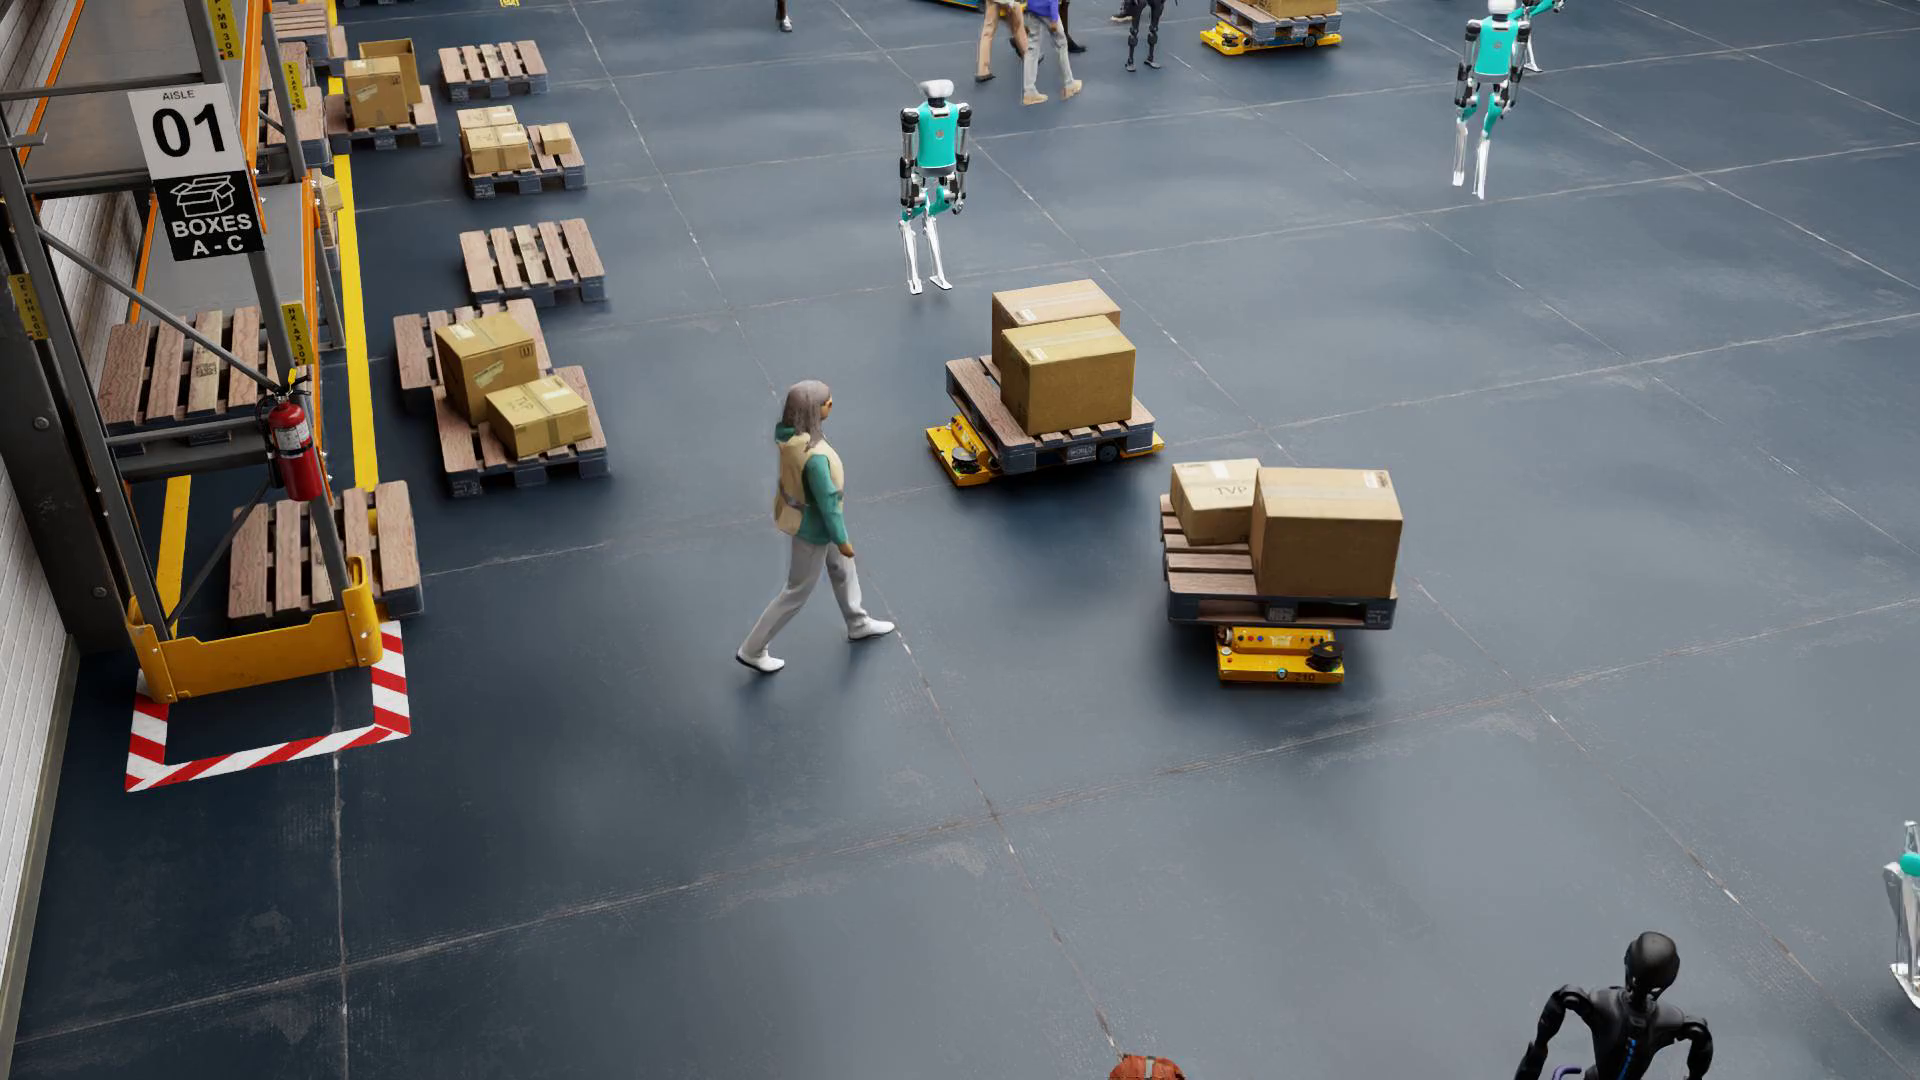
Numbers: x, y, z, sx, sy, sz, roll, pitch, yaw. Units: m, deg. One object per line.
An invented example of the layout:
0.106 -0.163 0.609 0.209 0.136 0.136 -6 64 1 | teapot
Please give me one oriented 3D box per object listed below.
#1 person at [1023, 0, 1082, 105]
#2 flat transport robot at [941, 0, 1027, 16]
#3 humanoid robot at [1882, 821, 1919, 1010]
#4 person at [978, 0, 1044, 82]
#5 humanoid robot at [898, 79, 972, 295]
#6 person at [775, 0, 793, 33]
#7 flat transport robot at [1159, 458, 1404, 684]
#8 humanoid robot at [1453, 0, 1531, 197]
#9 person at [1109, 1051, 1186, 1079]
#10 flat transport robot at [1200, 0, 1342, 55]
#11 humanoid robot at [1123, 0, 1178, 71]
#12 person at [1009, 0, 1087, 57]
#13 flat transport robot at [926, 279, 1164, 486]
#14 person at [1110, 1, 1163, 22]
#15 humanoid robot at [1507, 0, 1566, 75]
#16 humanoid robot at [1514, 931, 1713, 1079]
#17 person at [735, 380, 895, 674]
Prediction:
0.917 -5.297 16.550 0.472 1.843 0.827 29 43 36 | person
0.215 -6.516 19.852 1.431 0.231 0.659 24 40 32 | flat transport robot
4.111 1.168 6.630 0.534 1.681 0.771 -9 34 -14 | humanoid robot
0.498 -5.618 17.230 0.463 1.620 0.906 28 42 36 | person
-0.254 -2.713 12.549 0.533 1.681 0.735 -11 35 -16 | humanoid robot
-1.963 -6.699 18.640 0.562 1.901 0.805 -23 39 -31 | person
1.742 0.303 9.393 0.659 0.231 1.431 2 33 2 | flat transport robot
4.554 -3.910 14.521 0.542 1.777 0.828 4 33 7 | humanoid robot
0.431 2.203 5.023 0.795 1.851 0.594 5 33 8 | person
3.463 -5.636 18.502 1.431 0.231 0.659 -11 35 -16 | flat transport robot
1.992 -5.771 17.406 0.599 1.659 0.315 -11 35 -16 | humanoid robot
0.949 -6.081 17.705 0.887 1.903 0.551 -11 35 -16 | person
0.555 -0.695 10.925 1.431 0.231 0.659 -11 35 -16 | flat transport robot
2.099 -6.839 18.827 0.641 1.920 0.855 25 41 33 | person
5.915 -5.672 17.091 0.533 1.677 0.735 -11 35 -16 | humanoid robot
2.130 1.940 5.595 0.605 1.651 0.314 9 34 14 | humanoid robot
-0.807 -0.065 8.673 0.886 1.667 0.471 -8 34 -12 | person
